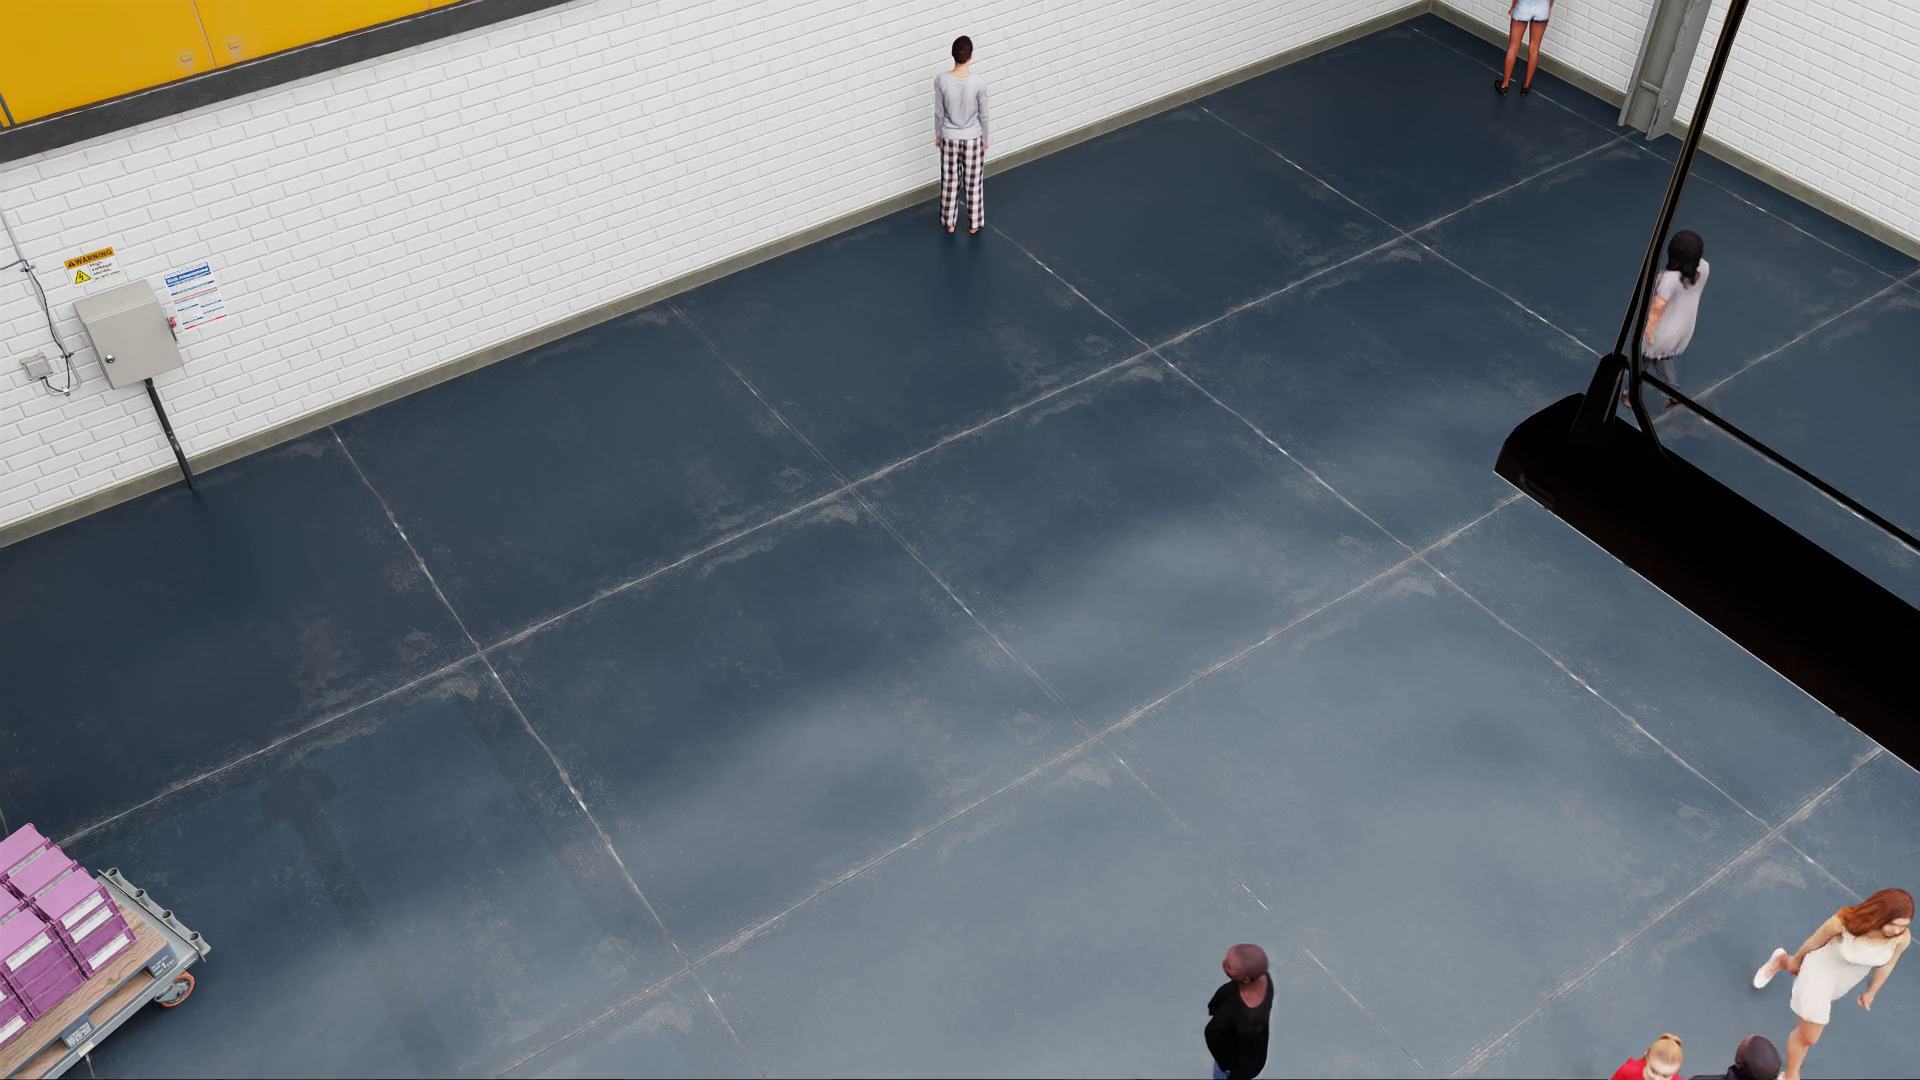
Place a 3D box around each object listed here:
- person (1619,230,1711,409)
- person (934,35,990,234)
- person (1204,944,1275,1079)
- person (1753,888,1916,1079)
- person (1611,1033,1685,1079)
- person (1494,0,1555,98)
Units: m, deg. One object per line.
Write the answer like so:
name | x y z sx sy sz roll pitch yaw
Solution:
person | 5.458 -1.630 12.735 0.696 1.592 0.826 -20 47 -19
person | 0.016 -3.521 14.535 0.701 1.847 0.746 5 44 5
person | 1.381 2.528 8.257 0.739 1.748 0.680 7 44 7
person | 4.514 2.183 8.688 1.111 1.652 1.177 7 44 8
person | 3.372 2.823 8.304 0.840 1.257 0.844 13 45 13
person | 5.634 -5.216 16.391 0.663 1.741 0.711 5 44 5
